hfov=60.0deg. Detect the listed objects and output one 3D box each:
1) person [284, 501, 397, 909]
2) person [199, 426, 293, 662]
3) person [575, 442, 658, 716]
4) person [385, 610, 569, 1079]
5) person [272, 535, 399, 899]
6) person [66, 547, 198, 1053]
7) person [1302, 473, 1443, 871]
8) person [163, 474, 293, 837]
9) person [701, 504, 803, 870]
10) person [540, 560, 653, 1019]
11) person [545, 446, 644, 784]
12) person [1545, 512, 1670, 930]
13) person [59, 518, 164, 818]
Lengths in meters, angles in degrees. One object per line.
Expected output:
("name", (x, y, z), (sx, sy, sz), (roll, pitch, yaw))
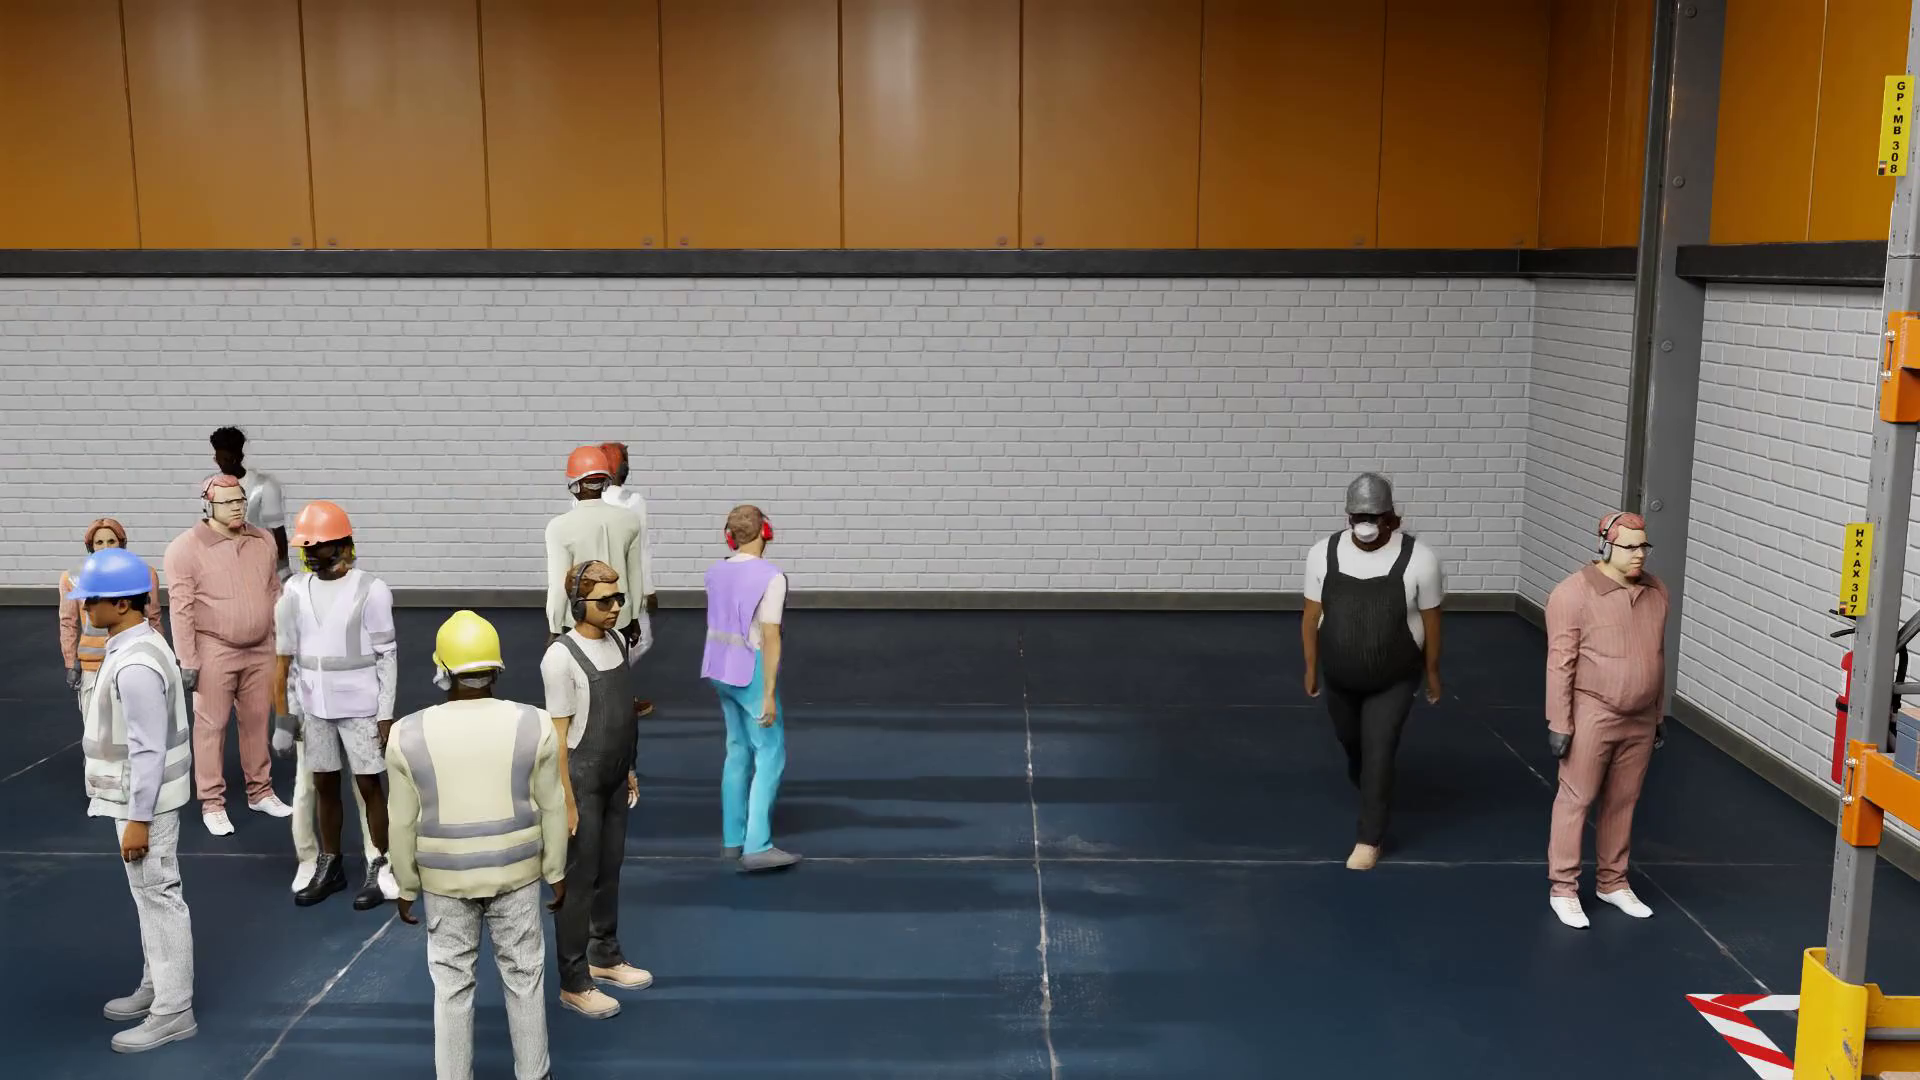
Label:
("person", (-2.903, 0.772, 7.757), (0.550, 1.935, 0.376), (2, 10, 12))
("person", (-4.998, 0.112, 11.833), (0.621, 1.914, 0.875), (1, 10, 4))
("person", (-2.257, 0.296, 10.801), (0.599, 1.871, 0.644), (6, 11, 34))
("person", (-1.669, 1.149, 5.807), (0.599, 1.834, 0.404), (-3, 10, -16))
("person", (-2.957, 0.822, 7.858), (0.563, 1.812, 0.814), (-9, 13, -44))
("person", (-3.179, 0.985, 6.445), (0.382, 1.949, 0.605), (-5, 11, -29))
("person", (2.142, 0.576, 8.621), (0.700, 2.000, 0.994), (5, 11, 28))
("person", (-3.872, 0.597, 8.896), (0.407, 1.910, 0.639), (6, 11, 33))
("person", (-1.070, 0.731, 8.400), (0.630, 1.803, 0.454), (9, 13, 43))
("person", (-1.474, 0.987, 6.742), (0.330, 1.844, 0.520), (3, 10, 19))
("person", (-2.082, 0.458, 9.465), (0.623, 1.993, 0.384), (-9, 13, -44))
("person", (2.977, 0.814, 7.601), (0.653, 1.905, 0.408), (-3, 10, -20))
("person", (-4.650, 0.688, 9.151), (0.511, 1.641, 0.307), (-6, 11, -33))
